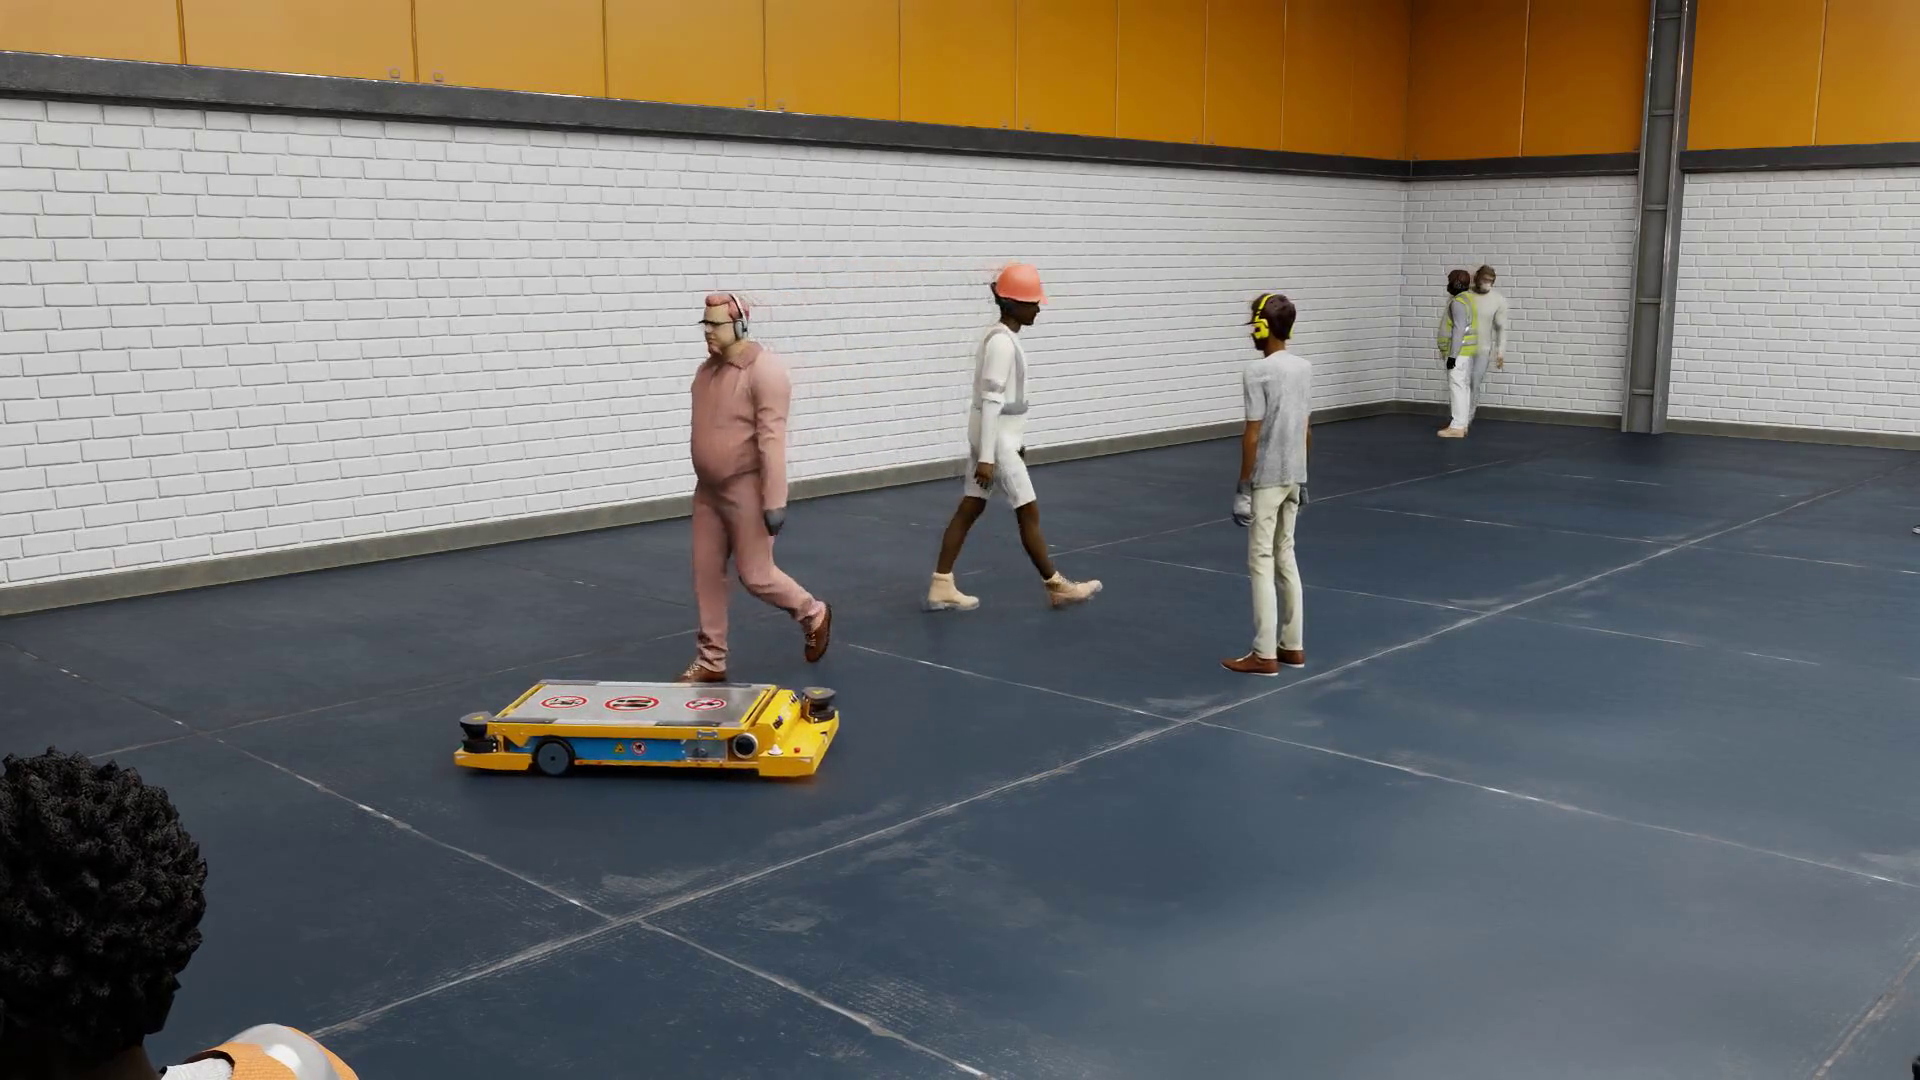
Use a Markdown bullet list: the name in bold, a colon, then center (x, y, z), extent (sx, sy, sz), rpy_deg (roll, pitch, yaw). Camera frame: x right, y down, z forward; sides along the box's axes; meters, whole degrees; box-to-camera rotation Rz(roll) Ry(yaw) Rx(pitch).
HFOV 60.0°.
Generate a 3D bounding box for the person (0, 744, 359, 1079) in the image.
- **person**: center (-0.672, 0.998, 1.397), extent (0.320, 1.694, 0.532), rpy_deg (3, 10, 17)

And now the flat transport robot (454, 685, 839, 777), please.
- **flat transport robot**: center (-1.254, 0.758, 6.796), extent (1.431, 0.197, 0.652), rpy_deg (1, 10, 5)

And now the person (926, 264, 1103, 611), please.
- **person**: center (0.288, -0.555, 9.406), extent (1.050, 1.972, 0.748), rpy_deg (0, 10, -2)

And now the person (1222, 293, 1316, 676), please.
- **person**: center (1.521, -0.264, 8.112), extent (0.534, 1.860, 0.333), rpy_deg (-9, 13, -41)

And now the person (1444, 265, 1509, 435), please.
- **person**: center (5.711, -2.089, 18.424), extent (0.653, 1.880, 0.780), rpy_deg (3, 10, 14)

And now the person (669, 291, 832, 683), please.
- **person**: center (-1.007, -0.242, 7.914), extent (0.653, 1.879, 0.771), rpy_deg (10, 14, 44)

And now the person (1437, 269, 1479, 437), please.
- **person**: center (5.474, -2.054, 18.340), extent (0.429, 1.842, 0.630), rpy_deg (5, 11, 28)

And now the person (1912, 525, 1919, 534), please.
- **person**: center (7.129, -0.906, 11.866), extent (0.403, 1.826, 0.596), rpy_deg (-2, 10, -12)
